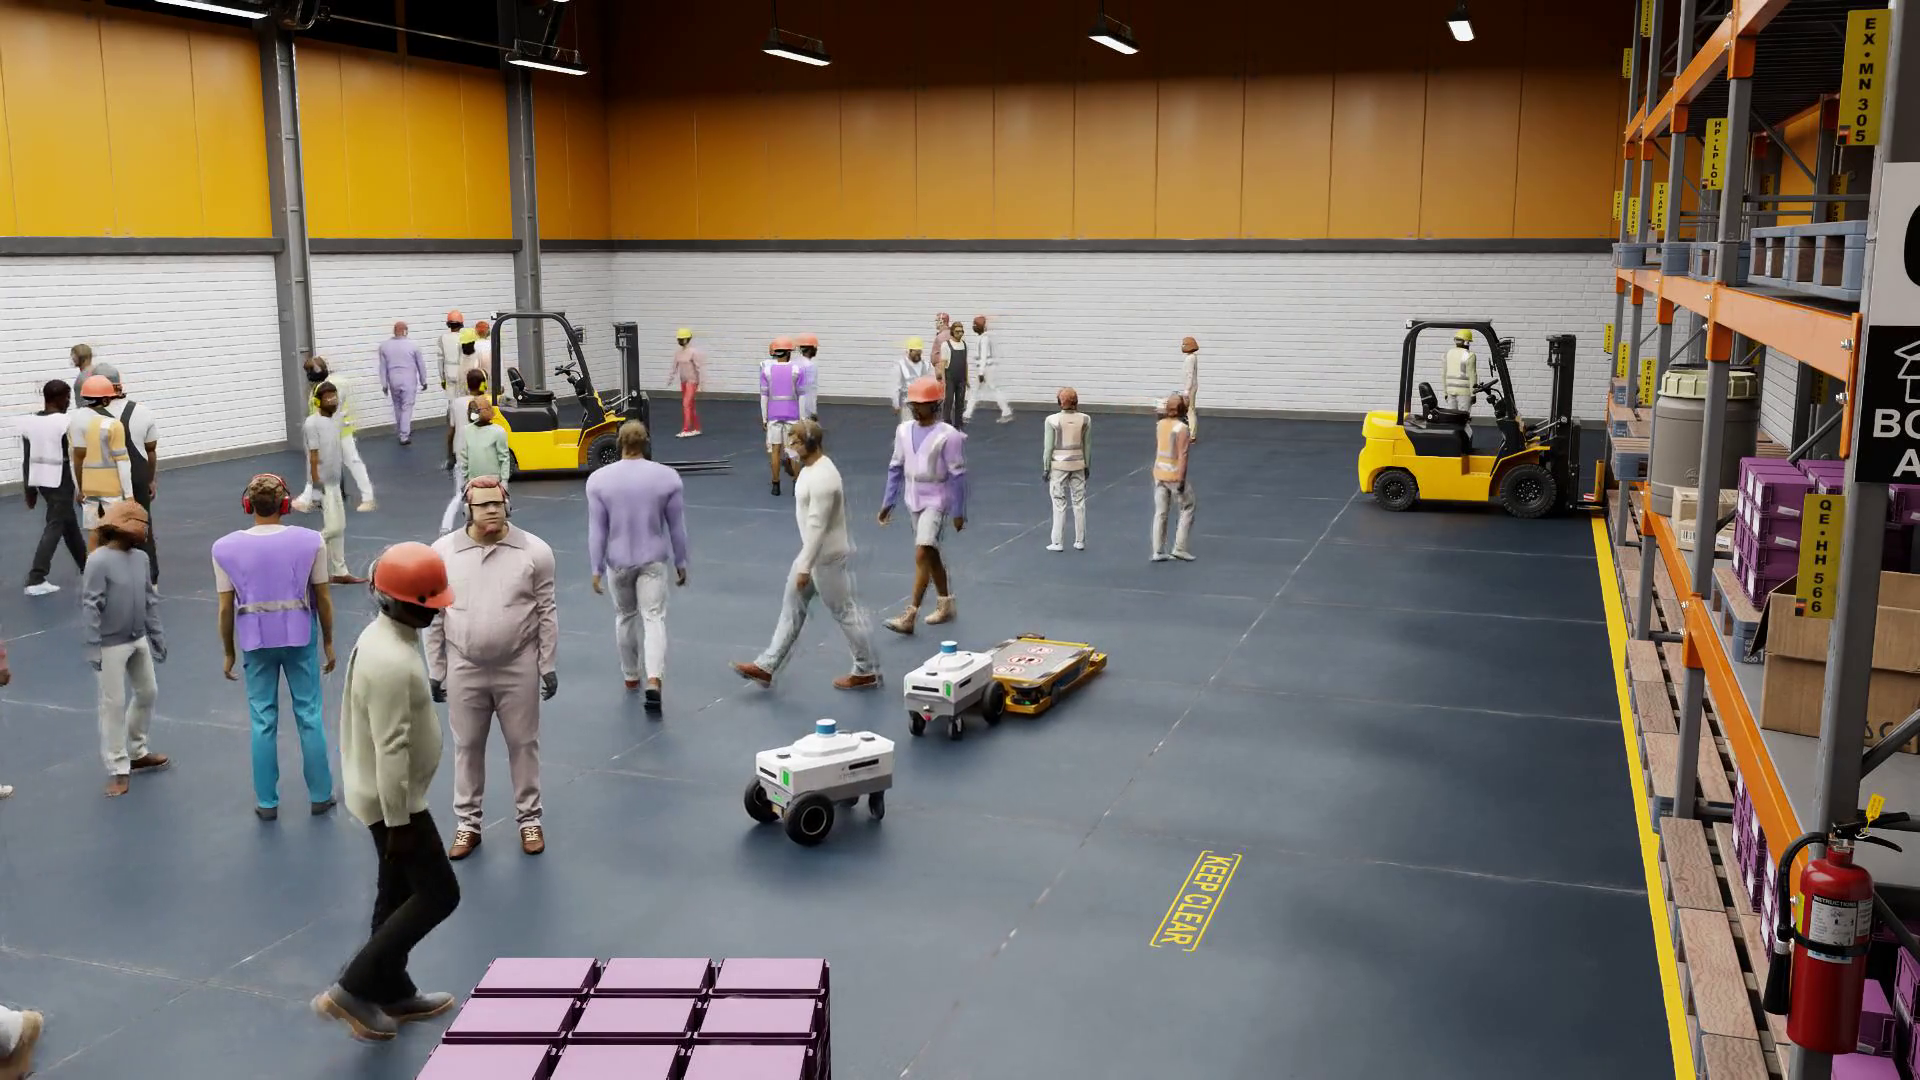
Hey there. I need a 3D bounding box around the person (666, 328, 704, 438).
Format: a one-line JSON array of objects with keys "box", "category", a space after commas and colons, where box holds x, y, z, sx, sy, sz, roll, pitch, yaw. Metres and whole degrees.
[{"box": [-4.342, -2.461, 26.146, 0.549, 1.737, 0.759, 9, 14, 42], "category": "person"}]

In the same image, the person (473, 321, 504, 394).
[{"box": [-7.199, -2.377, 25.238, 0.572, 1.887, 0.356, -1, 10, -3], "category": "person"}]

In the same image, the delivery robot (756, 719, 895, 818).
[{"box": [-0.694, 1.181, 8.687, 0.707, 0.478, 0.477, -7, 12, -35], "category": "delivery robot"}]

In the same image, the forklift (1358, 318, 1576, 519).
[{"box": [5.787, -1.437, 19.079, 2.313, 2.155, 1.214, 3, 11, 19], "category": "forklift"}]

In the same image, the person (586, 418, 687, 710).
[{"box": [-2.120, 0.153, 10.965, 0.642, 1.909, 0.952, -2, 10, -12], "category": "person"}]

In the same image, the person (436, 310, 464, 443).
[{"box": [-7.653, -2.482, 25.380, 0.614, 2.046, 0.362, 3, 10, 15], "category": "person"}]

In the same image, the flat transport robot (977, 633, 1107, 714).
[{"box": [0.466, 0.895, 11.363, 0.652, 0.197, 1.431, 4, 11, 24], "category": "flat transport robot"}]

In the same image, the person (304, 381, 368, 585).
[{"box": [-5.594, -0.477, 14.653, 0.431, 1.854, 0.638, 2, 10, 9], "category": "person"}]

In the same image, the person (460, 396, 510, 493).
[{"box": [-4.461, -0.541, 15.613, 0.507, 1.632, 0.267, 3, 11, 17], "category": "person"}]

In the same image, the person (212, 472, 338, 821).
[{"box": [-3.593, 0.568, 8.763, 0.563, 1.848, 0.391, -3, 11, -18], "category": "person"}]

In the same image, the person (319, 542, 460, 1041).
[{"box": [-2.120, 0.962, 6.251, 0.491, 1.955, 0.697, -4, 11, -21], "category": "person"}]

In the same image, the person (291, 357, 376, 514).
[{"box": [-7.143, -1.172, 18.759, 0.631, 1.763, 1.021, 9, 14, 43], "category": "person"}]

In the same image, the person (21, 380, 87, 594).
[{"box": [-7.969, -0.488, 14.725, 0.572, 1.853, 1.005, 4, 11, 23], "category": "person"}]

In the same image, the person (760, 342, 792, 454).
[{"box": [-2.651, -2.064, 24.177, 0.510, 1.639, 0.308, 0, 10, 1], "category": "person"}]

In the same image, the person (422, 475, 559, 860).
[{"box": [-2.322, 0.629, 8.245, 0.651, 1.911, 0.408, -2, 10, -10], "category": "person"}]

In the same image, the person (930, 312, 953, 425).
[{"box": [-0.295, -2.850, 27.846, 0.409, 1.907, 0.651, 2, 10, 10], "category": "person"}]

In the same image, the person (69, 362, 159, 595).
[{"box": [-7.260, -0.503, 14.254, 0.536, 2.000, 0.684, 9, 14, 42], "category": "person"}]

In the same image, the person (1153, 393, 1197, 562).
[{"box": [2.064, -0.591, 15.913, 0.500, 1.620, 0.529, -5, 11, -28], "category": "person"}]

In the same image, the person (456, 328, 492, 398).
[{"box": [-6.671, -1.929, 22.667, 0.621, 1.898, 0.553, 8, 13, 38], "category": "person"}]

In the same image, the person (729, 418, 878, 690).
[{"box": [-1.031, 0.125, 11.164, 1.041, 1.877, 0.638, -2, 10, -13], "category": "person"}]

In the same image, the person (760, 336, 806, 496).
[{"box": [-2.141, -1.500, 20.166, 0.547, 1.934, 0.376, 0, 10, 0], "category": "person"}]

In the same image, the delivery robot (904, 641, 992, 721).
[{"box": [-0.069, 0.877, 10.400, 0.477, 0.478, 0.707, 4, 11, 24], "category": "delivery robot"}]

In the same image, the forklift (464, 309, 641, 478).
[{"box": [-5.354, -1.902, 21.697, 2.313, 2.155, 1.214, -2, 10, -13], "category": "forklift"}]

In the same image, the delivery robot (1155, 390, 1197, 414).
[{"box": [3.680, -2.309, 28.340, 0.707, 0.478, 0.477, 2, 10, 10], "category": "delivery robot"}]

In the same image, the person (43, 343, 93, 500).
[{"box": [-10.347, -1.375, 19.635, 0.993, 1.882, 0.633, -3, 10, -16], "category": "person"}]

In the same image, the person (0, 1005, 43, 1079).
[{"box": [-3.548, 1.153, 5.571, 0.644, 1.824, 0.608, 5, 11, 25], "category": "person"}]

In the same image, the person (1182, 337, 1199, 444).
[{"box": [3.506, -2.290, 25.461, 0.267, 1.632, 0.509, 3, 10, 14], "category": "person"}]

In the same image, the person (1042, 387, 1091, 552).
[{"box": [1.060, -0.695, 16.465, 0.525, 1.639, 0.307, -4, 11, -21], "category": "person"}]

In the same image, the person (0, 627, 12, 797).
[{"box": [-5.311, 0.640, 8.676, 0.537, 1.729, 0.849, 1, 10, 4], "category": "person"}]

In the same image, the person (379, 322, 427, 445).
[{"box": [-8.500, -2.406, 25.525, 0.631, 1.852, 0.956, 1, 10, 3], "category": "person"}]

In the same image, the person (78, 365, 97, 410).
[{"box": [-7.958, -0.677, 15.568, 0.515, 1.918, 0.566, 9, 14, 42], "category": "person"}]

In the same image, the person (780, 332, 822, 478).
[{"box": [-2.023, -1.699, 21.317, 0.599, 1.922, 0.578, -6, 11, -29], "category": "person"}]

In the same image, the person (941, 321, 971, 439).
[{"box": [-0.067, -2.488, 25.989, 0.517, 1.842, 0.326, -7, 12, -33], "category": "person"}]

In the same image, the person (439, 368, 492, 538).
[{"box": [-4.906, -0.783, 16.447, 0.575, 1.826, 0.848, 4, 11, 21], "category": "person"}]

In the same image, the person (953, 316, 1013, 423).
[{"box": [0.438, -2.891, 28.299, 1.022, 1.835, 0.603, -2, 10, -10], "category": "person"}]

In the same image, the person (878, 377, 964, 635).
[{"box": [-0.350, -0.265, 13.032, 0.619, 1.998, 0.999, 9, 14, 42], "category": "person"}]

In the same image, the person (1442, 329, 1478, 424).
[{"box": [7.279, -2.156, 24.166, 0.404, 1.828, 0.587, -7, 12, -34], "category": "person"}]

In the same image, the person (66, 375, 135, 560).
[{"box": [-7.245, -0.426, 14.103, 0.543, 1.939, 0.370, 2, 10, 13], "category": "person"}]

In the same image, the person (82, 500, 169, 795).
[{"box": [-4.680, 0.588, 9.323, 0.316, 1.616, 0.597, 2, 10, 11], "category": "person"}]

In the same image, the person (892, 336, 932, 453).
[{"box": [-0.648, -1.862, 22.554, 0.598, 1.817, 0.563, -6, 12, -31], "category": "person"}]
